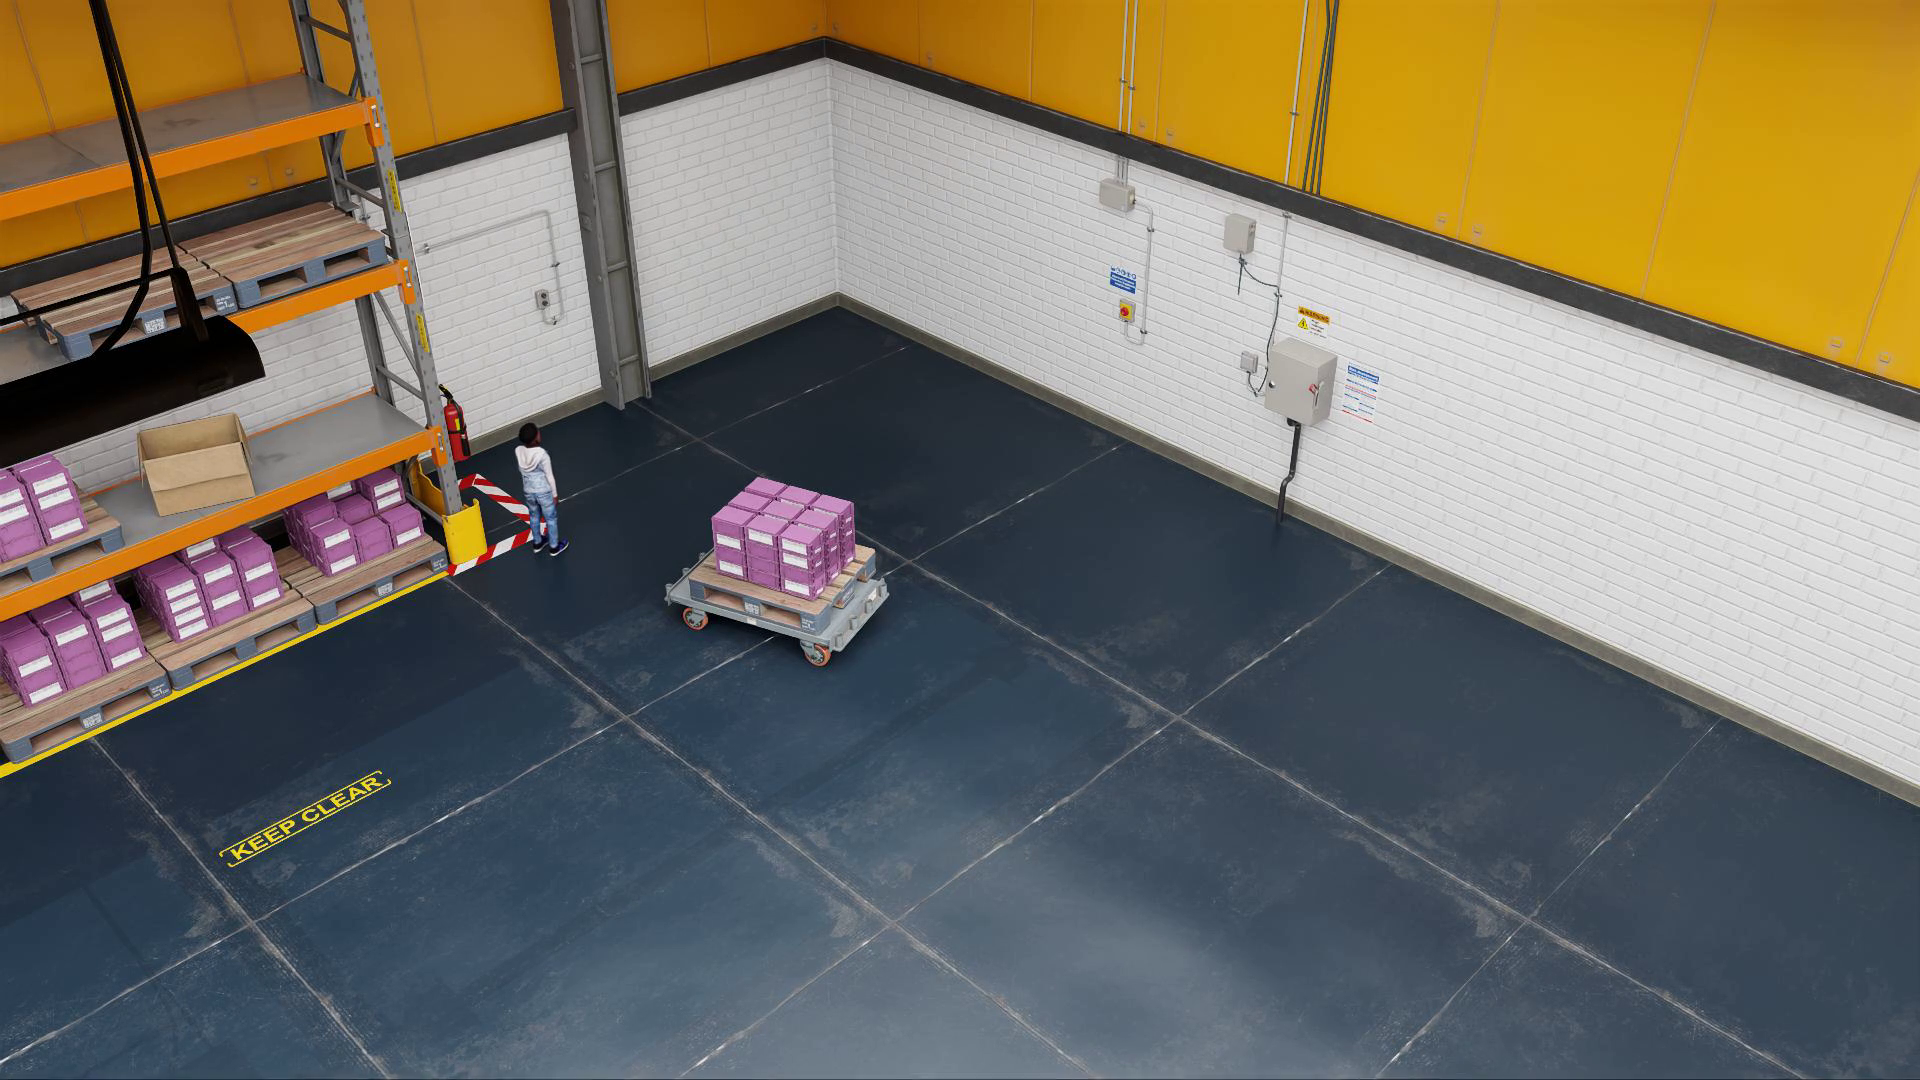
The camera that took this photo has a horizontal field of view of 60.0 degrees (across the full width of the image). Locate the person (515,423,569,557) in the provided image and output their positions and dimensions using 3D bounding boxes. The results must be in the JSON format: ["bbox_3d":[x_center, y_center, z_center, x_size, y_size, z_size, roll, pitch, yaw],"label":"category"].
[{"bbox_3d":[-3.644,-0.446,14.356,0.546,1.260,0.584,11,35,17],"label":"person"}]
